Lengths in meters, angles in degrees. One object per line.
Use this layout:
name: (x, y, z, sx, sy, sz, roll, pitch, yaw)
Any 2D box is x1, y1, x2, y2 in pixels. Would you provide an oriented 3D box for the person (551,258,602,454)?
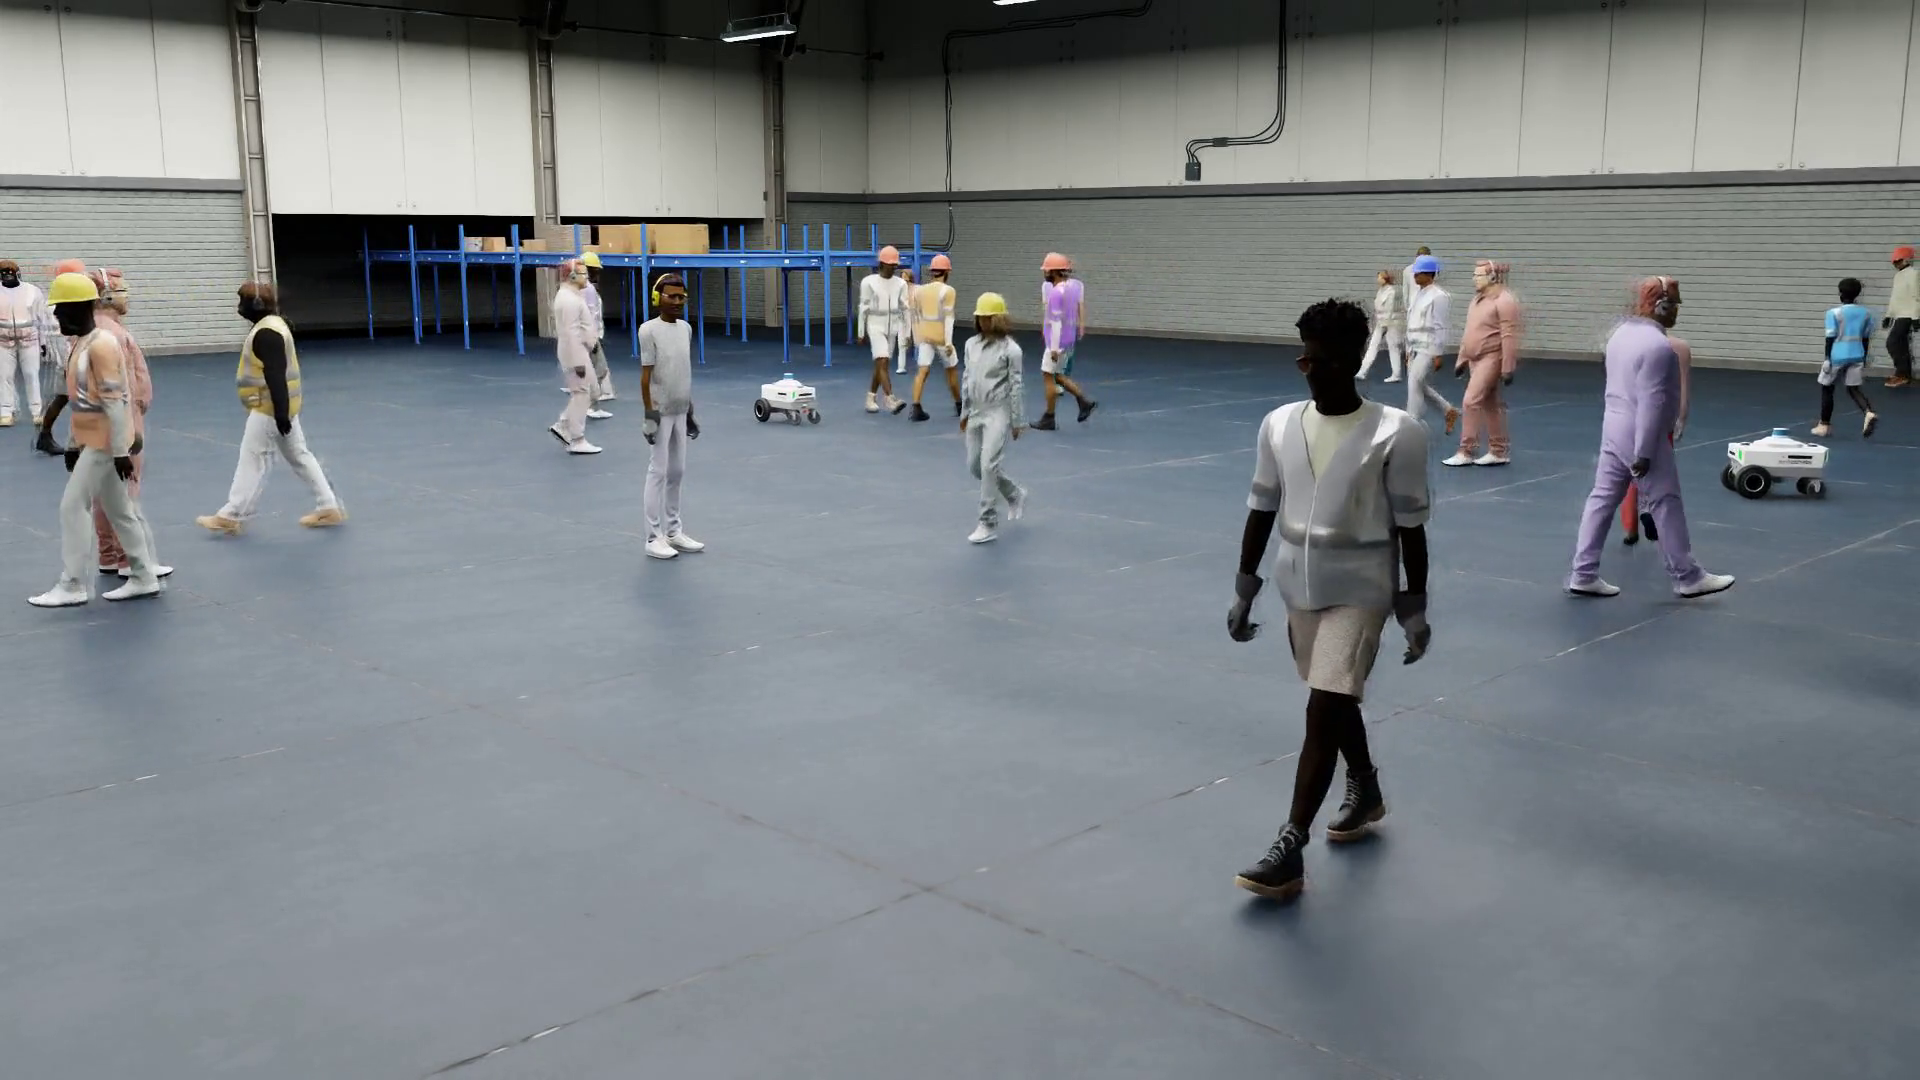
person: (-3.698, -1.778, 16.132, 0.433, 1.888, 0.665, -2, 11, -12)

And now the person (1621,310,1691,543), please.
person: (4.671, -0.832, 11.347, 0.528, 1.758, 0.484, 6, 12, 30)

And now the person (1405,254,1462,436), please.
person: (4.792, -1.948, 16.967, 0.764, 1.924, 0.623, -2, 11, -10)

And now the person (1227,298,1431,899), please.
person: (1.231, 0.156, 5.536, 1.001, 1.916, 0.641, -10, 15, -44)

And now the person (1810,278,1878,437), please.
person: (9.276, -1.890, 17.345, 0.538, 1.676, 0.723, -2, 11, -9)

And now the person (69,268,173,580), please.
person: (-5.221, -0.721, 10.325, 0.407, 1.910, 0.639, -10, 15, -44)

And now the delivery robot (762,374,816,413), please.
delivery robot: (-1.954, -1.653, 18.958, 0.477, 0.478, 0.707, -8, 13, -38)

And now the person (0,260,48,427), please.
person: (-10.507, -2.189, 18.510, 0.633, 1.841, 0.429, -6, 12, -28)

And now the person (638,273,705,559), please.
person: (-1.916, -0.831, 11.042, 0.329, 1.865, 0.513, 6, 12, 28)

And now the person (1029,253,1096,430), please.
person: (1.104, -2.165, 18.153, 0.630, 1.926, 0.558, 3, 11, 18)

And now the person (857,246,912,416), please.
person: (-0.871, -2.471, 19.685, 0.625, 1.971, 1.091, -6, 12, -31)

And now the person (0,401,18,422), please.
person: (-10.982, -2.174, 18.471, 0.588, 1.819, 1.061, 4, 11, 21)

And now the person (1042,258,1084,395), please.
person: (1.381, -2.889, 22.390, 0.571, 1.823, 0.801, 0, 10, -2)

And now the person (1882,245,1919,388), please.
person: (13.121, -3.111, 23.201, 0.554, 1.969, 0.619, 3, 11, 13)

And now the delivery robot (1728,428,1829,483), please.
delivery robot: (6.696, -0.674, 13.620, 0.707, 0.478, 0.477, 2, 11, 10)

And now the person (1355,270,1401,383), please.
person: (6.006, -3.059, 23.872, 0.807, 1.598, 0.545, -2, 11, -11)

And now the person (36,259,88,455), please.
person: (-8.492, -1.741, 15.961, 1.021, 1.892, 0.558, 1, 10, 8)

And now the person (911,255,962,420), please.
person: (-0.238, -2.342, 19.238, 0.566, 1.879, 1.002, 8, 13, 36)

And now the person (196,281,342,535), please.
person: (-4.966, -0.955, 11.929, 0.979, 1.789, 0.652, -3, 11, -18)

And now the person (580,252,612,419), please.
person: (-4.237, -2.338, 19.108, 0.424, 1.915, 0.649, -4, 11, -22)

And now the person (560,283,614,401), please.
person: (-4.799, -2.579, 21.288, 0.847, 1.594, 0.531, 3, 11, 15)

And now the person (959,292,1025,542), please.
person: (0.258, -0.876, 11.653, 0.486, 1.720, 0.650, 9, 14, 42)

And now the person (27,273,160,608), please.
person: (-5.035, -0.556, 9.456, 0.828, 1.891, 0.608, -7, 13, -34)

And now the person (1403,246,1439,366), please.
person: (7.473, -3.787, 26.975, 0.372, 1.935, 0.627, -10, 14, -43)

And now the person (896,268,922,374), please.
person: (-0.750, -3.394, 25.716, 0.509, 1.608, 0.757, 4, 11, 22)

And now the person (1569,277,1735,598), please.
person: (4.048, -0.582, 9.666, 0.954, 1.860, 0.658, -1, 10, -4)

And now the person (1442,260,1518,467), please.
person: (4.693, -1.603, 15.199, 0.802, 1.874, 0.665, -1, 10, -7)
